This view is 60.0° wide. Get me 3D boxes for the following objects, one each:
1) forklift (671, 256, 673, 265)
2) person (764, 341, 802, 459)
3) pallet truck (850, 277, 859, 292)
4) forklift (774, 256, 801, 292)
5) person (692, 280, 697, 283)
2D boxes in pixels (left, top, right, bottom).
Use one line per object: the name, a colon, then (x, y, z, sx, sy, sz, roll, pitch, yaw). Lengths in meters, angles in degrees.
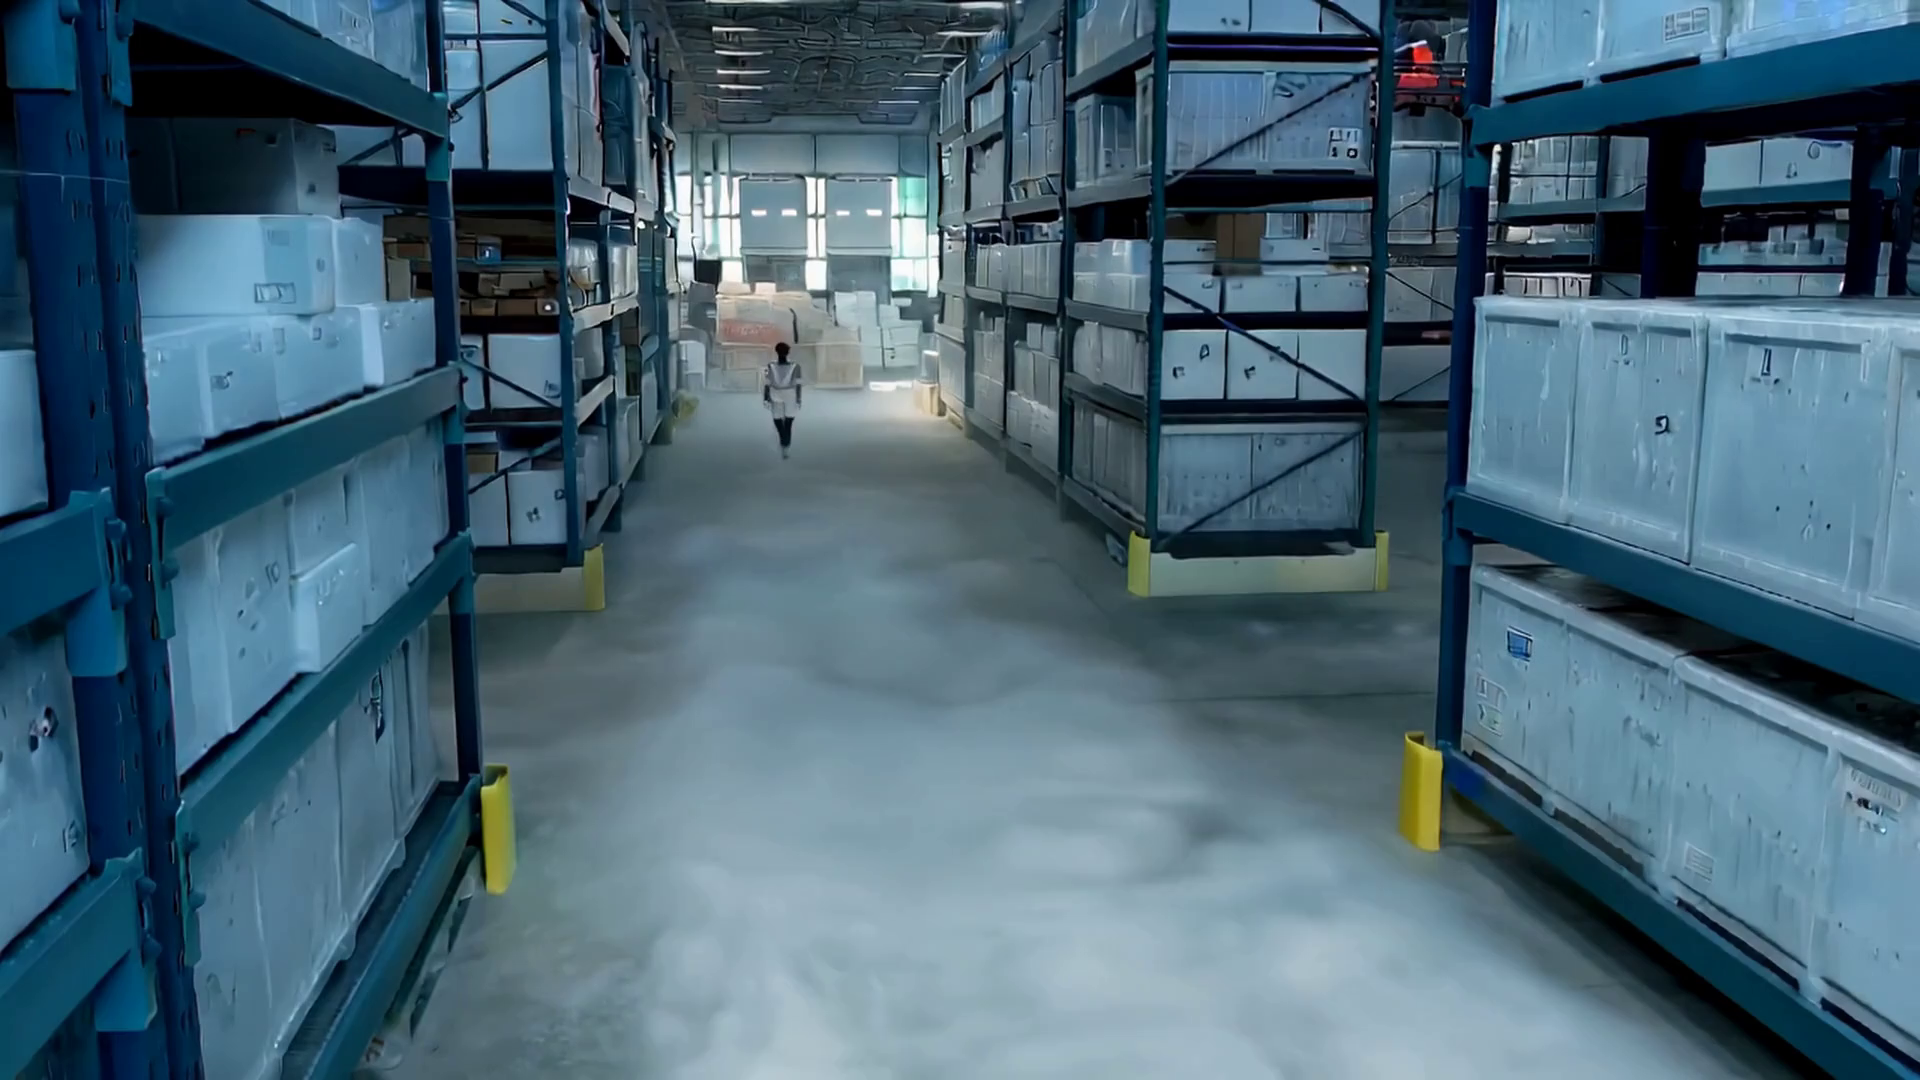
forklift: (-10.983, -9.065, 61.341, 1.129, 2.768, 1.873, -1, 10, -7)
person: (-2.531, -2.030, 23.912, 0.536, 1.668, 0.757, 1, 10, 4)
pallet truck: (-3.782, -9.391, 65.808, 1.885, 1.965, 0.823, 2, 10, 10)
forklift: (-6.208, -8.857, 60.127, 1.129, 2.768, 1.873, -6, 12, -33)
person: (-10.008, -8.855, 62.887, 0.595, 1.925, 0.374, -1, 10, -6)
